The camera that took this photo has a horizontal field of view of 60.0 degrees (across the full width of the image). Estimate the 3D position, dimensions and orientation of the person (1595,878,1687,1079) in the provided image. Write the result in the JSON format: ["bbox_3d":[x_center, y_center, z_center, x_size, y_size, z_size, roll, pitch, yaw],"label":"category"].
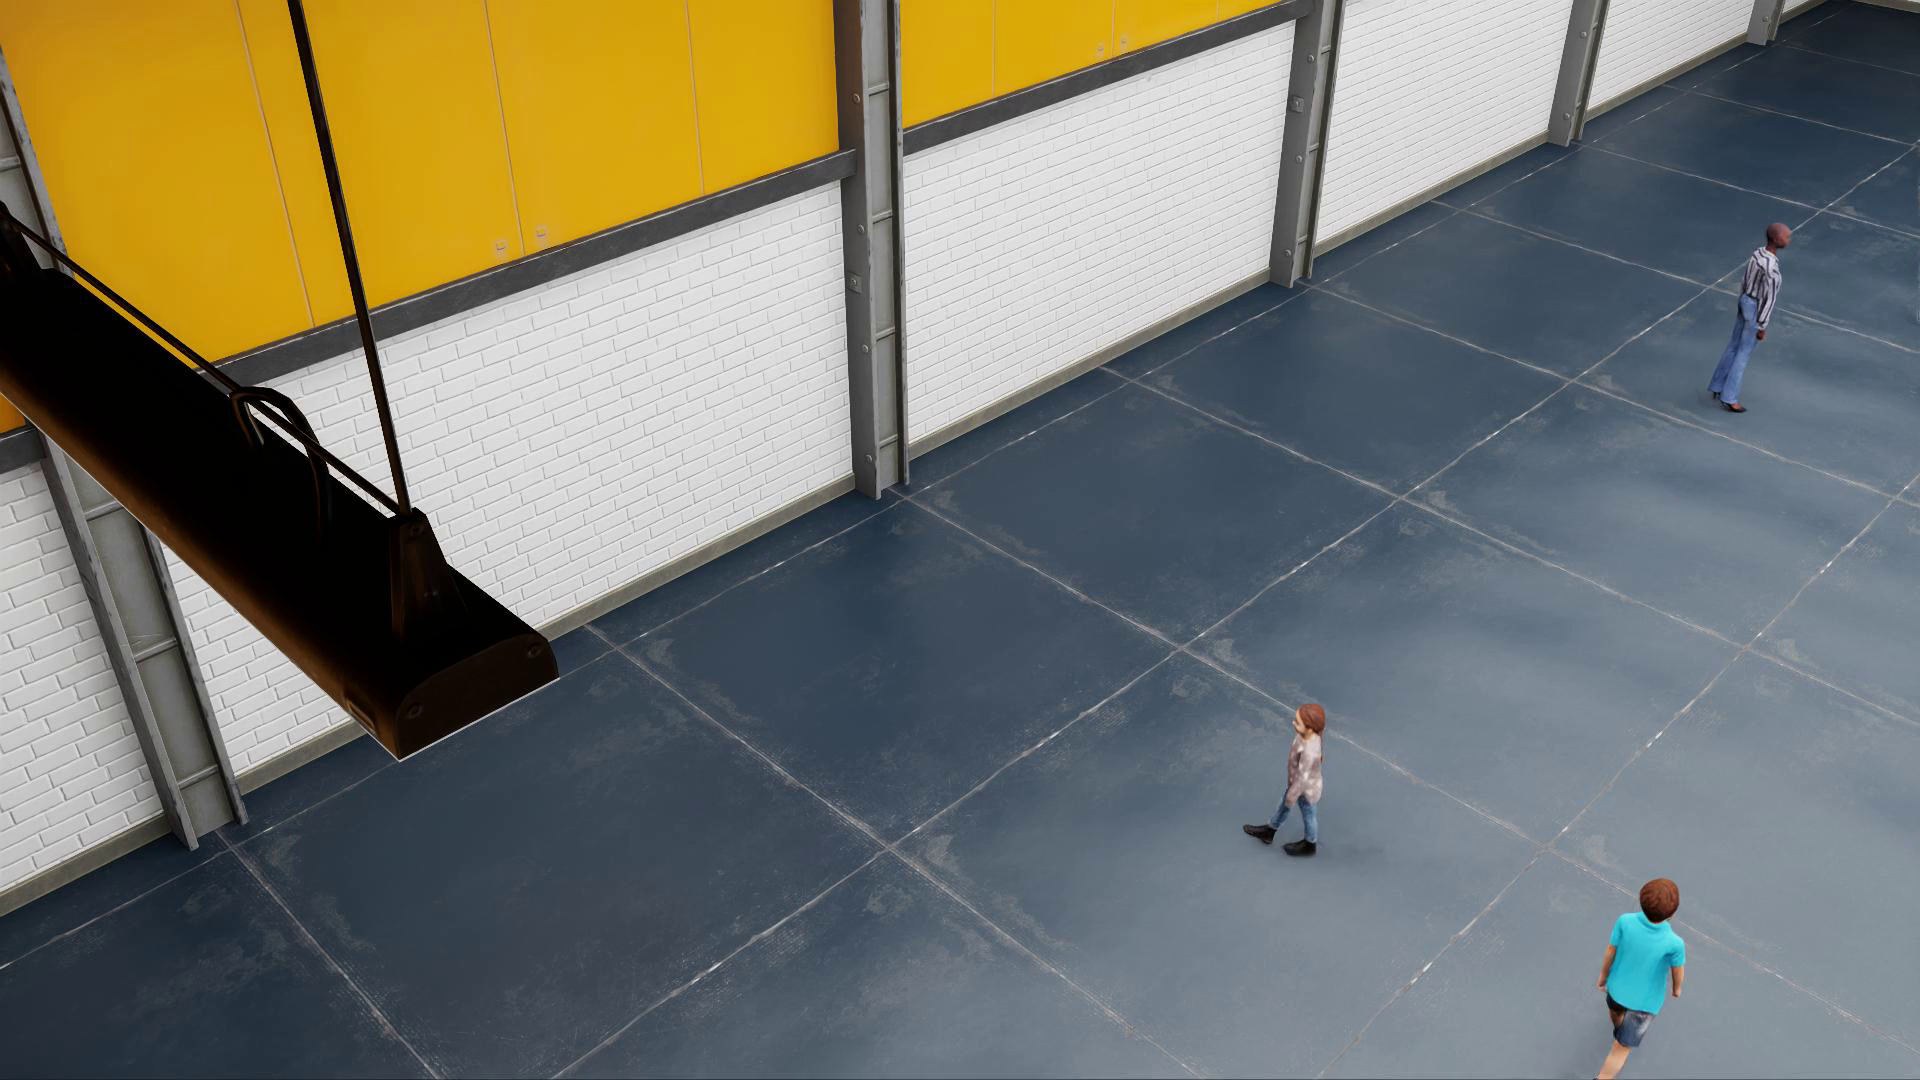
[{"bbox_3d":[3.546,2.422,8.806,0.960,1.405,0.538,-27,42,-35],"label":"person"}]

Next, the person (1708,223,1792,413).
[{"bbox_3d":[7.223,-2.044,15.174,0.772,1.794,0.697,2,34,3],"label":"person"}]

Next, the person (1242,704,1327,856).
[{"bbox_3d":[2.201,1.515,10.373,0.769,1.181,0.730,4,34,6],"label":"person"}]
